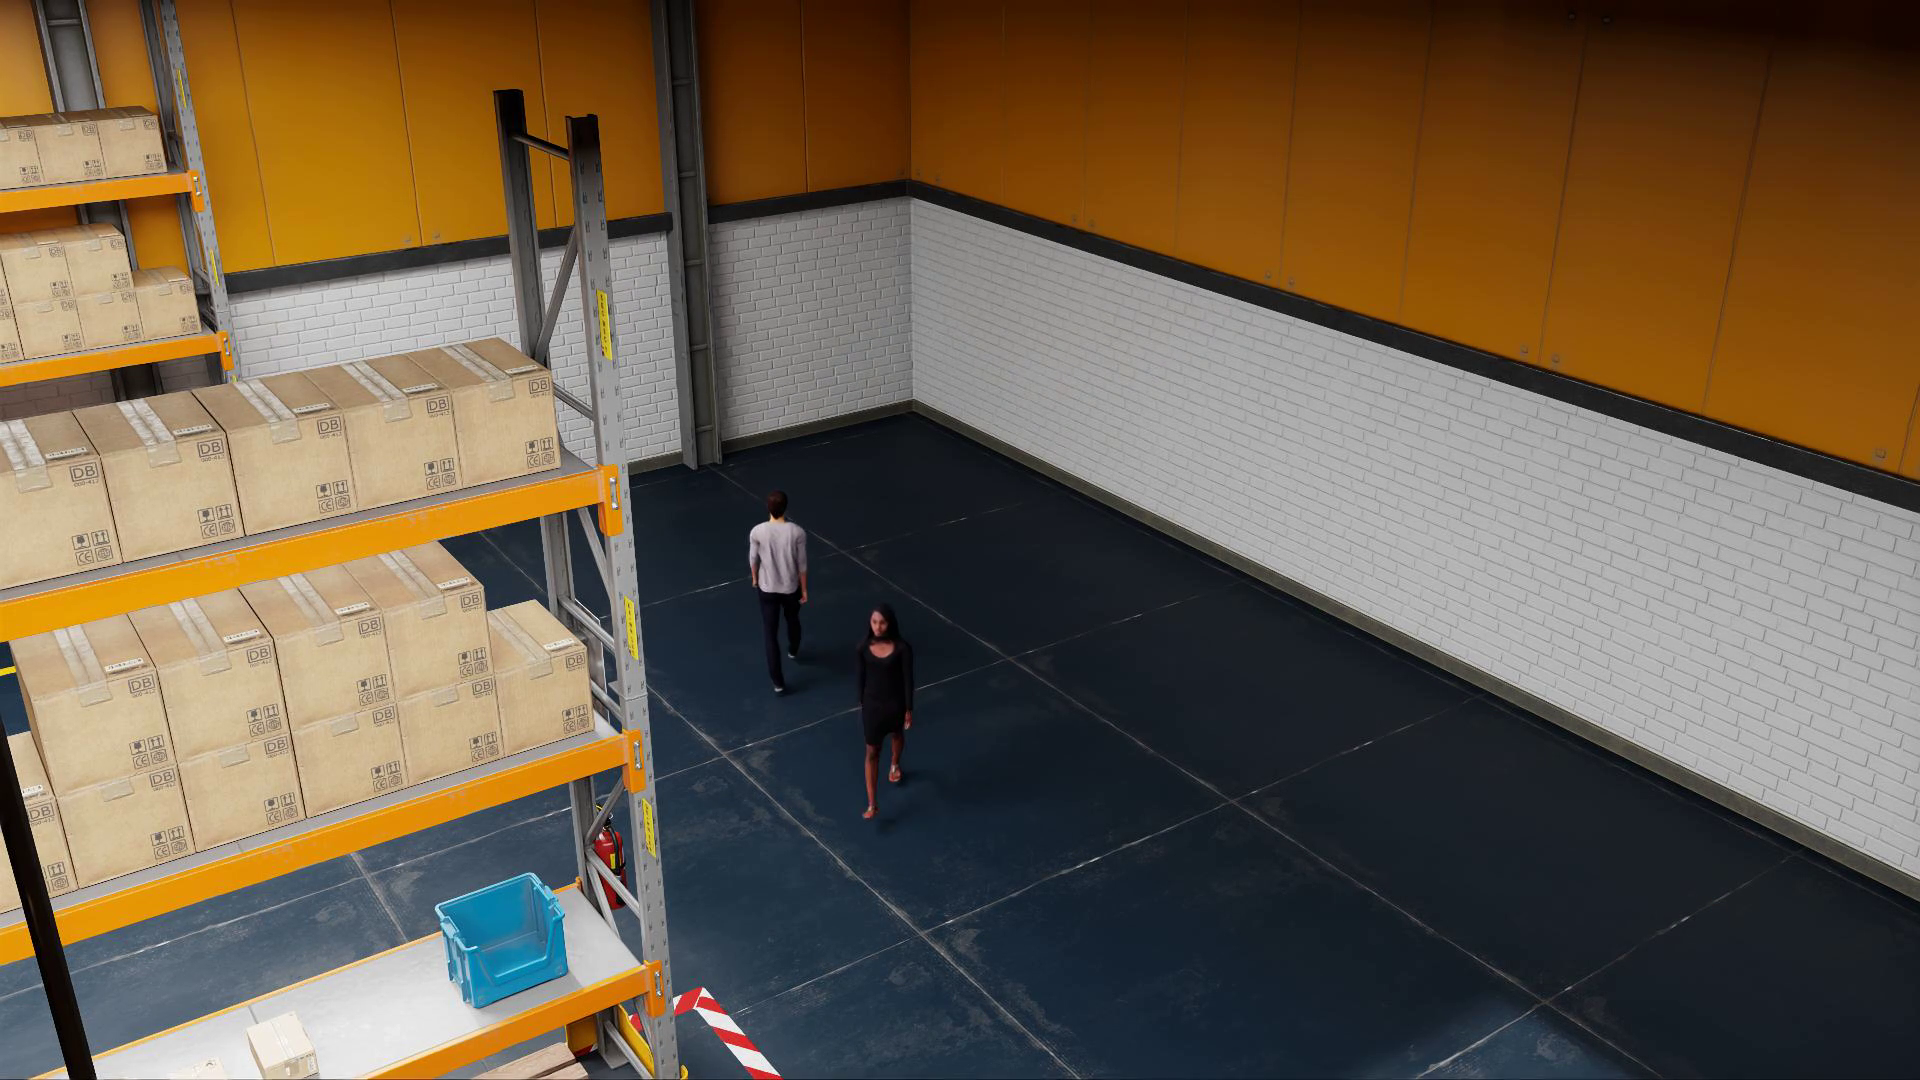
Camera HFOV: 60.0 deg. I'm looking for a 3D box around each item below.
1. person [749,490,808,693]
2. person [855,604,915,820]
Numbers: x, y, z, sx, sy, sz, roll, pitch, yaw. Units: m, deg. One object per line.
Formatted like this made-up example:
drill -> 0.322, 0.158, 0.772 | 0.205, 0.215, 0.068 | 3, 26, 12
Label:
person -> -1.616, 0.481, 14.776 | 1.189, 1.793, 1.082 | -3, 24, -7
person -> -0.563, 1.275, 13.117 | 1.181, 1.665, 1.190 | 2, 24, 5
